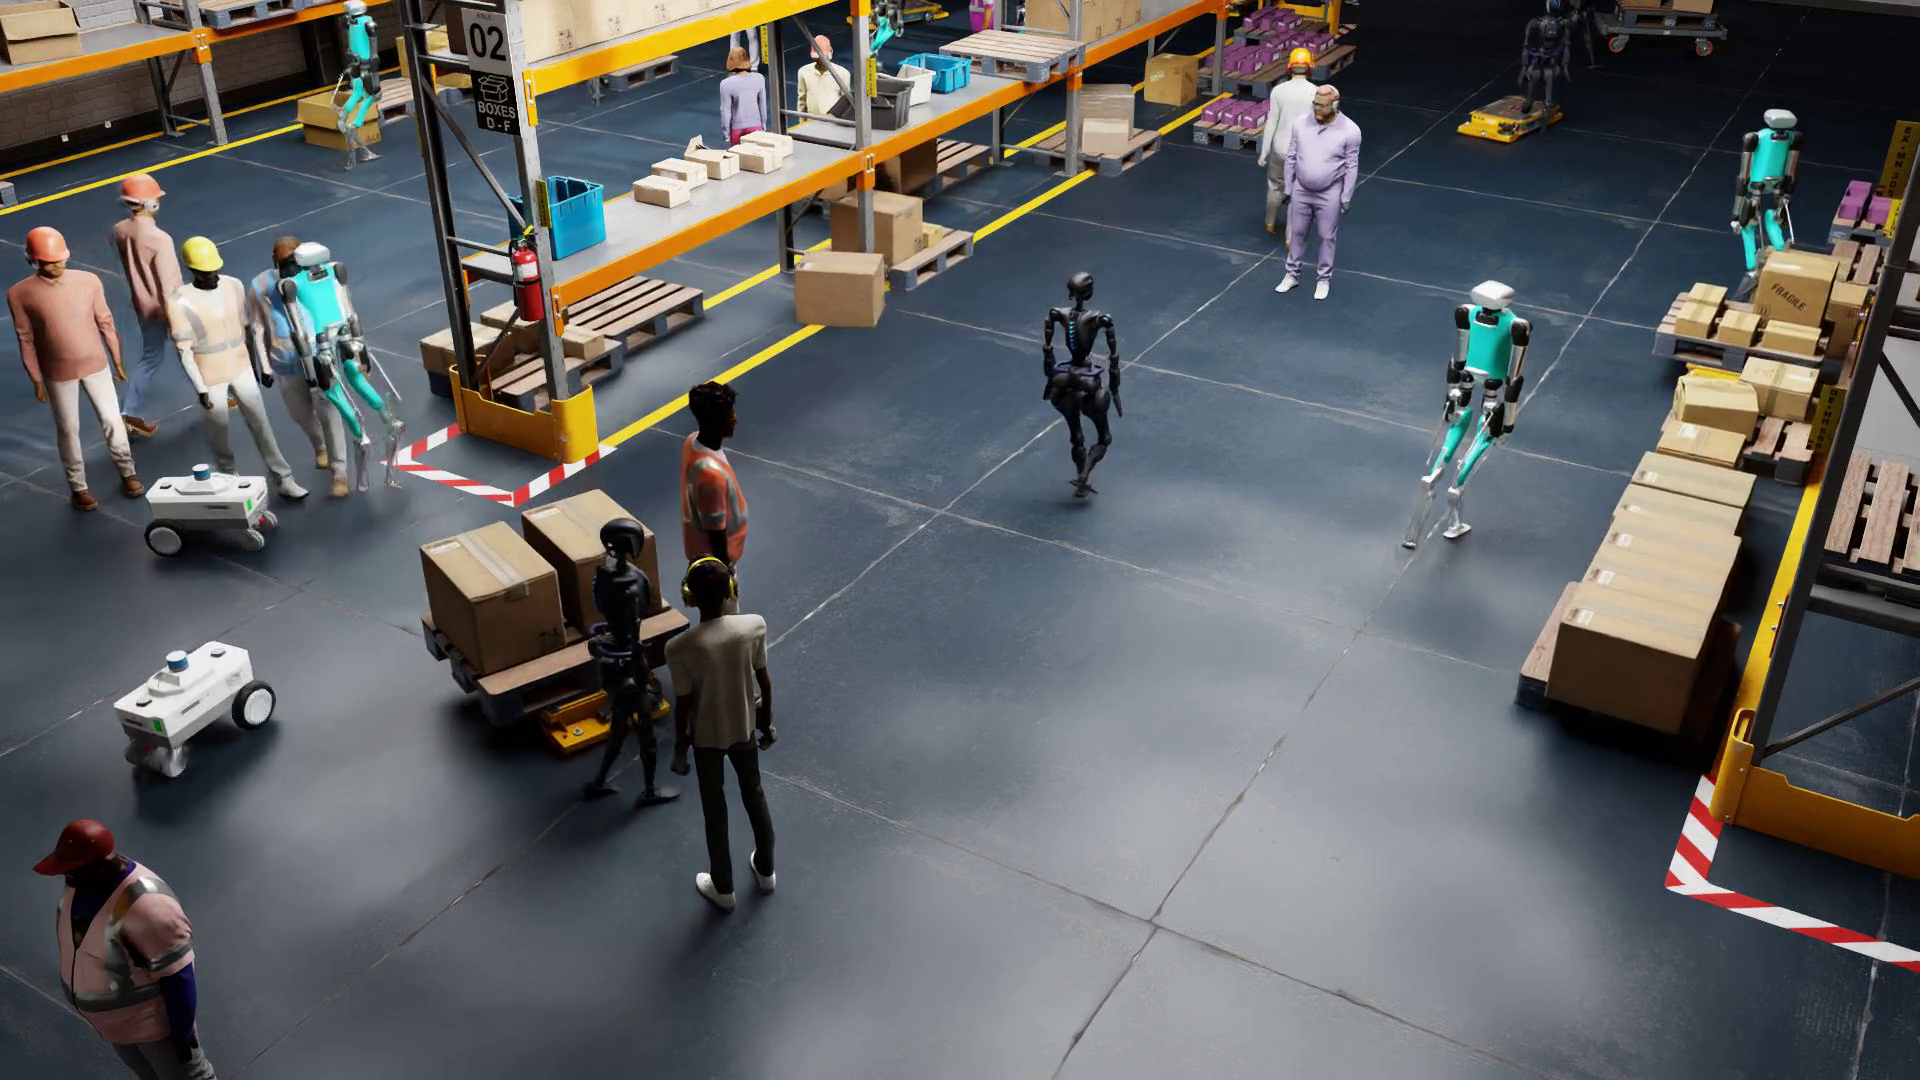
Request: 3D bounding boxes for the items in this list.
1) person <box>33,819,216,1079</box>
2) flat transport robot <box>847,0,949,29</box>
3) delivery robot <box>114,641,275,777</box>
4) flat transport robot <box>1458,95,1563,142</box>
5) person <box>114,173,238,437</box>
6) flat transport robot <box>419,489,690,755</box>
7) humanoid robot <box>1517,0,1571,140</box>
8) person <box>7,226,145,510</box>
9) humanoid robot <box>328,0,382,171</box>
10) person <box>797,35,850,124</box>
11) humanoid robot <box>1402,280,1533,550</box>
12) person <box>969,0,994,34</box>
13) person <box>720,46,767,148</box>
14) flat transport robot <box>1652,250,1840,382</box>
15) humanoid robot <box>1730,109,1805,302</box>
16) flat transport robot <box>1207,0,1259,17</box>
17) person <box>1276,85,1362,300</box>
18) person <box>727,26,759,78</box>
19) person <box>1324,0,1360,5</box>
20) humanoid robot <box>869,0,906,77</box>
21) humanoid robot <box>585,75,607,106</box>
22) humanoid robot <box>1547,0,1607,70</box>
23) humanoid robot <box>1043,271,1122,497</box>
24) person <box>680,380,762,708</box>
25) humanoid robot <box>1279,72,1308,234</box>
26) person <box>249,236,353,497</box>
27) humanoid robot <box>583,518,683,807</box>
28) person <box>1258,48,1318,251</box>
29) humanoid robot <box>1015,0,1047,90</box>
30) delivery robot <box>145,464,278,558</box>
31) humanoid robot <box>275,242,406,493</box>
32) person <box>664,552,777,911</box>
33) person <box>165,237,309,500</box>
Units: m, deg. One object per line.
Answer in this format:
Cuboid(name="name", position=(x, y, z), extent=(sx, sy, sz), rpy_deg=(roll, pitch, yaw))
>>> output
Cuboid(name="person", position=(-3.120, 1.769, 6.304), extent=(0.610, 1.753, 0.420), rpy_deg=(15, 33, 25))
Cuboid(name="flat transport robot", position=(-0.927, -7.864, 24.853), extent=(1.431, 0.231, 0.659), rpy_deg=(-22, 36, -34))
Cuboid(name="delivery robot", position=(-4.216, 0.868, 9.087), extent=(0.499, 0.566, 0.739), rpy_deg=(12, 32, 21))
Cuboid(name="flat transport robot", position=(6.582, -5.028, 19.836), extent=(0.659, 0.231, 1.431), rpy_deg=(24, 37, 36))
Cuboid(name="person", position=(-5.973, -1.723, 12.284), extent=(0.614, 1.957, 0.961), rpy_deg=(15, 33, 25))
Cuboid(name="flat transport robot", position=(-2.314, 0.730, 9.650), extent=(0.659, 0.231, 1.431), rpy_deg=(-21, 35, -32))
Cuboid(name="humanoid robot", position=(6.762, -5.508, 19.281), extent=(0.607, 1.650, 0.525), rpy_deg=(0, 29, -1))
Cuboid(name="person", position=(-5.984, -1.170, 11.274), extent=(0.620, 1.986, 0.402), rpy_deg=(-22, 36, -34))
Cuboid(name="humanoid robot", position=(-6.708, -4.913, 18.250), extent=(0.545, 1.888, 0.780), rpy_deg=(23, 37, 35))
Cuboid(name="person", position=(-1.390, -4.278, 17.008), extent=(0.564, 1.743, 0.343), rpy_deg=(5, 30, 8))
Cuboid(name="humanoid robot", position=(3.203, -0.701, 10.790), extent=(0.794, 1.881, 0.558), rpy_deg=(-22, 36, -34))
Cuboid(name="person", position=(0.266, -6.367, 20.600), extent=(0.336, 1.848, 0.512), rpy_deg=(-4, 30, -7))
Cuboid(name="person", position=(-2.205, -4.217, 17.023), extent=(0.500, 1.628, 0.280), rpy_deg=(-15, 33, -25))
Cuboid(name="flat transport robot", position=(6.264, -1.400, 13.419), extent=(0.659, 0.231, 1.431), rpy_deg=(16, 33, 27))
Cuboid(name="humanoid robot", position=(6.976, -2.722, 14.286), extent=(0.535, 1.809, 0.745), rpy_deg=(-4, 30, -7))
Cuboid(name="flat transport robot", position=(4.324, -8.299, 25.622), extent=(0.659, 0.231, 1.431), rpy_deg=(18, 34, 29))
Cuboid(name="person", position=(3.155, -3.072, 14.716), extent=(0.650, 1.904, 0.405), rpy_deg=(16, 33, 25))
Cuboid(name="person", position=(-2.819, -6.947, 21.532), extent=(0.489, 1.944, 0.435), rpy_deg=(3, 30, 6))
Cuboid(name="person", position=(5.974, -9.172, 25.688), extent=(0.584, 1.713, 0.618), rpy_deg=(6, 30, 10))
Cuboid(name="humanoid robot", position=(-1.016, -6.522, 21.011), extent=(0.845, 1.792, 0.537), rpy_deg=(-24, 37, -36))
Cuboid(name="humanoid robot", position=(-4.585, -6.197, 20.532), extent=(0.550, 1.909, 0.722), rpy_deg=(19, 35, 30))
Cuboid(name="humanoid robot", position=(8.267, -7.019, 21.955), extent=(0.754, 1.626, 0.613), rpy_deg=(22, 36, 34))
Cuboid(name="humanoid robot", position=(0.813, -1.044, 11.372), extent=(0.598, 1.646, 0.422), rpy_deg=(14, 32, 23))
Cuboid(name="person", position=(-1.336, 0.038, 9.164), extent=(0.369, 1.960, 0.604), rpy_deg=(-8, 30, -13))
Cuboid(name="humanoid robot", position=(3.323, -3.839, 16.297), extent=(0.349, 1.644, 0.603), rpy_deg=(-10, 31, -17))
Cuboid(name="person", position=(-4.537, -1.242, 11.565), extent=(0.637, 1.817, 0.701), rpy_deg=(-6, 30, -10))
Cuboid(name="humanoid robot", position=(-1.714, 0.635, 8.419), extent=(0.466, 1.660, 0.607), rpy_deg=(-13, 32, -22))
Cuboid(name="person", position=(3.206, -3.771, 16.031), extent=(0.635, 1.843, 0.852), rpy_deg=(4, 30, 7))
Cuboid(name="humanoid robot", position=(0.896, -6.492, 20.954), extent=(0.530, 1.803, 0.806), rpy_deg=(10, 31, 17))
Cuboid(name="delivery robot", position=(-4.975, -0.221, 11.035), extent=(0.777, 0.587, 0.499), rpy_deg=(-1, 29, -1))
Cuboid(name="humanoid robot", position=(-4.165, -1.127, 11.470), extent=(0.816, 1.796, 0.540), rpy_deg=(17, 34, 27))
Cuboid(name="person", position=(-1.103, 0.901, 7.727), extent=(0.531, 1.864, 0.309), rpy_deg=(-17, 34, -27))
Cuboid(name="person", position=(-4.976, -1.141, 11.323), extent=(0.857, 1.883, 0.604), rpy_deg=(21, 35, 32))
